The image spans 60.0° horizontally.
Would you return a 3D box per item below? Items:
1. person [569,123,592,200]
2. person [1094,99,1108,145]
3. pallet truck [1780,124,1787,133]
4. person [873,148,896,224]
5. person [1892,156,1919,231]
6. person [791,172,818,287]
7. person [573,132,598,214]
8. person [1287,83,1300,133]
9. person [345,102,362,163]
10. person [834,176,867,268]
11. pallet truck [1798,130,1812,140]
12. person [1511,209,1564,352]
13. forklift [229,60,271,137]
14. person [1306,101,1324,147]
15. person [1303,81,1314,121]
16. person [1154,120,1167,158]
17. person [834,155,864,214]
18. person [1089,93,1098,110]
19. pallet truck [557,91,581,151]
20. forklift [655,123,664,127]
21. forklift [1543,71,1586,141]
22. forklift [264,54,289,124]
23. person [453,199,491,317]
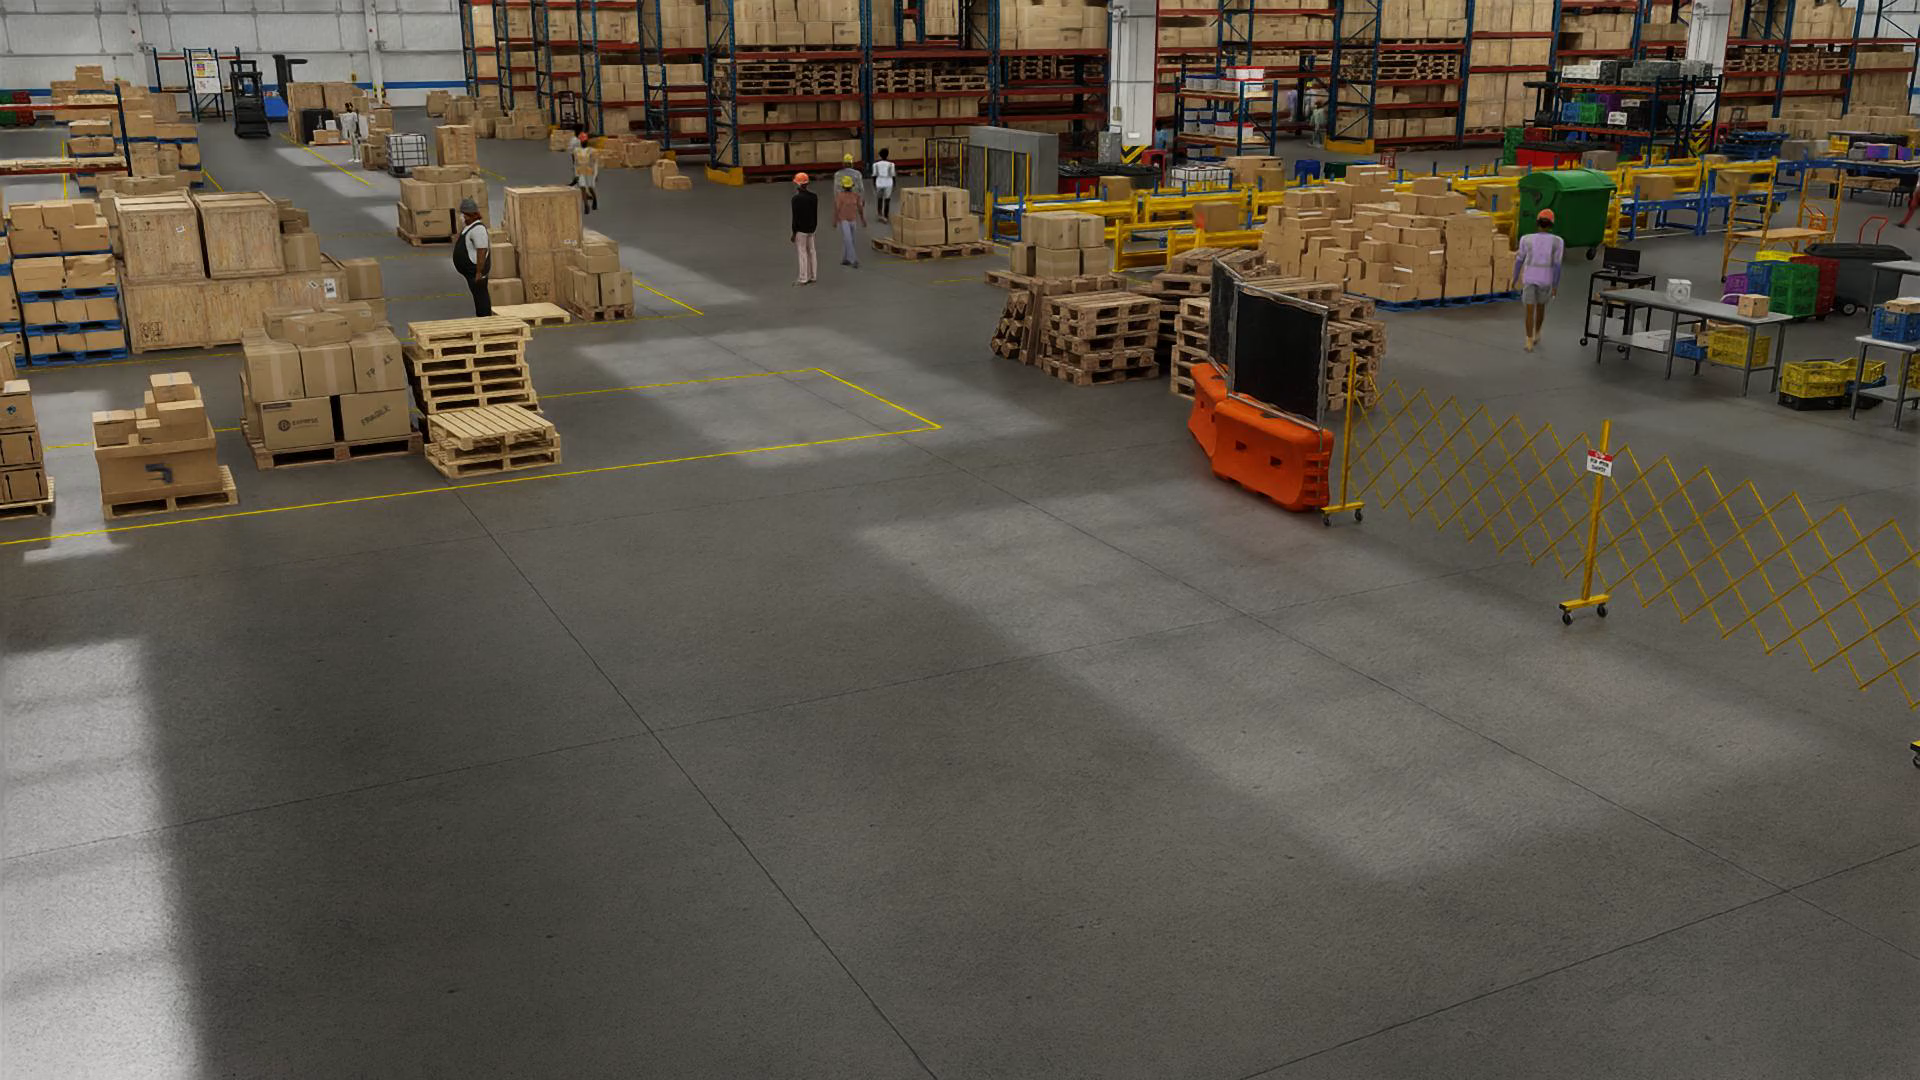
[{"bbox_3d":[-9.777,-9.675,42.518,0.800,1.939,0.620,1,18,3],"label":"person"},{"bbox_3d":[4.649,-13.579,54.832,1.005,1.859,0.654,-5,18,-15],"label":"person"},{"bbox_3d":[25.206,-12.542,52.601,1.601,1.201,0.680,0,18,-2],"label":"pallet truck"},{"bbox_3d":[-1.702,-8.097,38.004,0.535,1.669,0.741,3,18,10],"label":"person"},{"bbox_3d":[21.124,-7.719,36.732,0.826,1.729,0.552,11,21,31],"label":"person"},{"bbox_3d":[-2.744,-5.456,29.267,0.376,1.997,0.612,13,22,35],"label":"person"},{"bbox_3d":[-8.922,-8.764,39.703,0.551,1.922,0.515,0,18,1],"label":"person"},{"bbox_3d":[13.162,-16.897,65.082,0.868,1.902,0.657,-8,19,-23],"label":"person"},{"bbox_3d":[-19.295,-12.938,52.811,0.521,1.865,0.327,14,22,36],"label":"person"},{"bbox_3d":[-2.063,-6.010,31.422,0.605,1.722,0.700,-13,22,-35],"label":"person"},{"bbox_3d":[25.526,-11.556,49.408,1.630,1.274,0.653,-9,20,-26],"label":"pallet truck"},{"bbox_3d":[8.298,-3.759,23.967,0.638,1.991,1.010,4,18,13],"label":"person"},{"bbox_3d":[-27.041,-16.760,63.084,1.129,2.768,1.873,-9,20,-27],"label":"forklift"},{"bbox_3d":[12.504,-14.597,58.420,0.860,1.581,0.526,-10,20,-28],"label":"person"},{"bbox_3d":[14.465,-18.071,68.889,0.628,1.814,0.598,-7,19,-22],"label":"person"},{"bbox_3d":[5.712,-11.269,47.946,0.547,1.648,0.867,12,21,32],"label":"person"},{"bbox_3d":[-2.328,-7.206,35.069,0.620,1.779,0.943,1,18,3],"label":"person"},{"bbox_3d":[5.537,-18.138,69.289,0.318,1.697,0.536,-16,24,-41],"label":"person"},{"bbox_3d":[-13.495,-14.412,57.188,0.823,1.965,1.885,-3,18,-9],"label":"pallet truck"},{"bbox_3d":[-11.763,-18.442,68.330,1.873,2.768,1.129,-9,20,-26],"label":"forklift"},{"bbox_3d":[18.685,-13.231,52.085,1.873,2.768,1.129,-9,20,-26],"label":"forklift"},{"bbox_3d":[-28.661,-19.096,70.368,1.873,2.768,1.129,-9,20,-26],"label":"forklift"},{"bbox_3d":[-7.297,-4.073,24.885,0.536,2.000,0.672,-8,19,-23],"label":"person"}]
